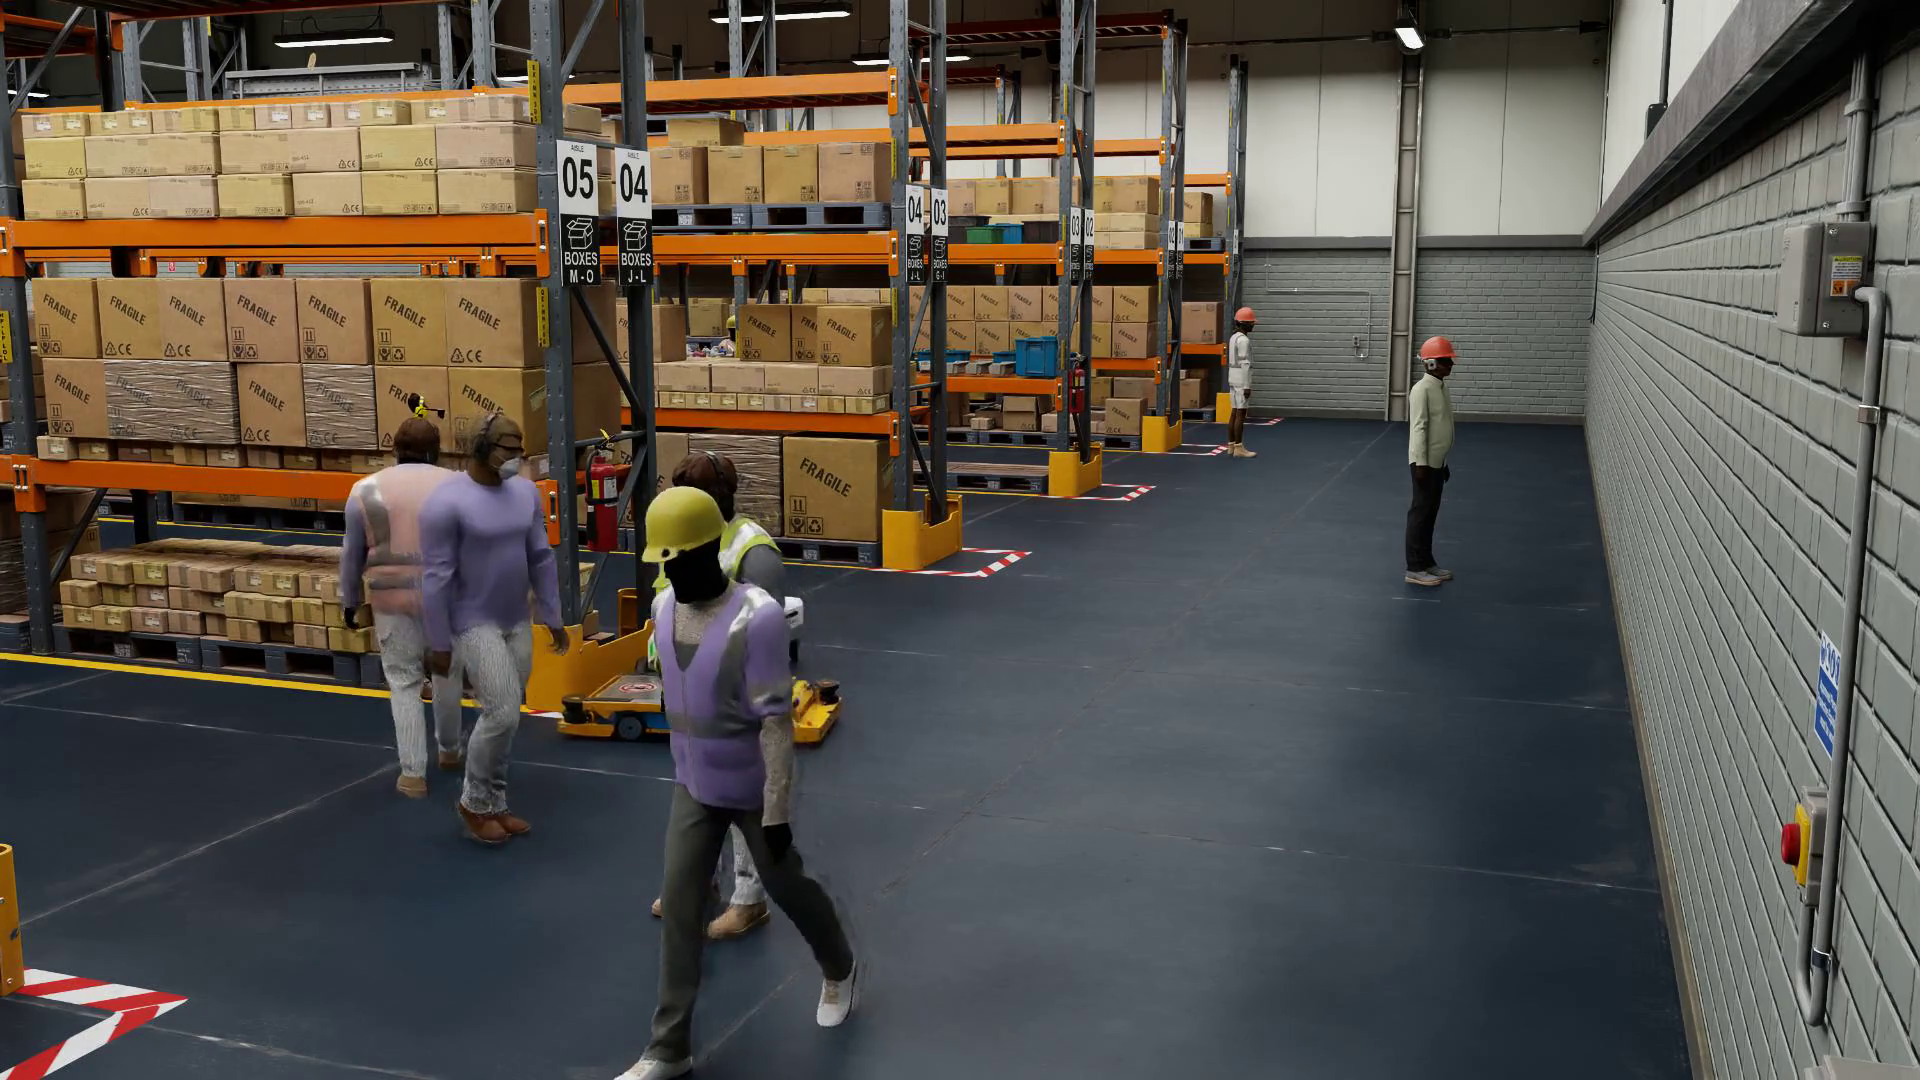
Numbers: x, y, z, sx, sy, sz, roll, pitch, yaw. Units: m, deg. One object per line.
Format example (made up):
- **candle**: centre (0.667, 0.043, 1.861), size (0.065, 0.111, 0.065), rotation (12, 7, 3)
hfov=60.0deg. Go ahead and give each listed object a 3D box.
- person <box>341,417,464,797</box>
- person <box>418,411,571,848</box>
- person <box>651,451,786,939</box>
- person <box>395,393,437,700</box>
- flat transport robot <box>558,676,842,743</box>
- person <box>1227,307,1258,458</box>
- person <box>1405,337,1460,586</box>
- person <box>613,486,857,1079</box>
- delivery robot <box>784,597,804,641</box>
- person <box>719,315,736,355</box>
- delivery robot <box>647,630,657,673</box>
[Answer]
- **person**: centre (-2.673, 0.300, 8.173), size (0.660, 1.811, 0.793), rotation (-4, 10, -21)
- **person**: centre (-2.018, 0.395, 7.274), size (0.490, 1.912, 0.625), rotation (4, 10, 26)
- **person**: centre (-0.945, 0.579, 6.329), size (0.636, 1.842, 0.429), rotation (8, 12, 42)
- **person**: centre (-3.130, 0.016, 9.799), size (0.333, 1.860, 0.510), rotation (0, 9, 1)
- **flat transport robot**: centre (-1.410, 0.911, 9.141), size (1.431, 0.197, 0.652), rotation (1, 9, 6)
- **person**: centre (3.854, -2.139, 22.663), size (0.374, 2.043, 0.613), rotation (-1, 9, -6)
- **person**: centre (3.817, -0.643, 13.469), size (0.375, 1.997, 0.612), rotation (6, 11, 32)
- **person**: centre (-0.689, 0.734, 5.275), size (0.628, 1.872, 0.995), rotation (7, 11, 37)
- **delivery robot**: centre (-1.261, 0.513, 10.450), size (0.477, 0.478, 0.707), rotation (3, 10, 19)
- **person**: centre (-3.107, -2.142, 23.043), size (0.368, 1.925, 0.594), rotation (4, 10, 23)
- **delivery robot**: centre (-1.651, 0.607, 9.864), size (0.477, 0.478, 0.707), rotation (-1, 9, -4)
